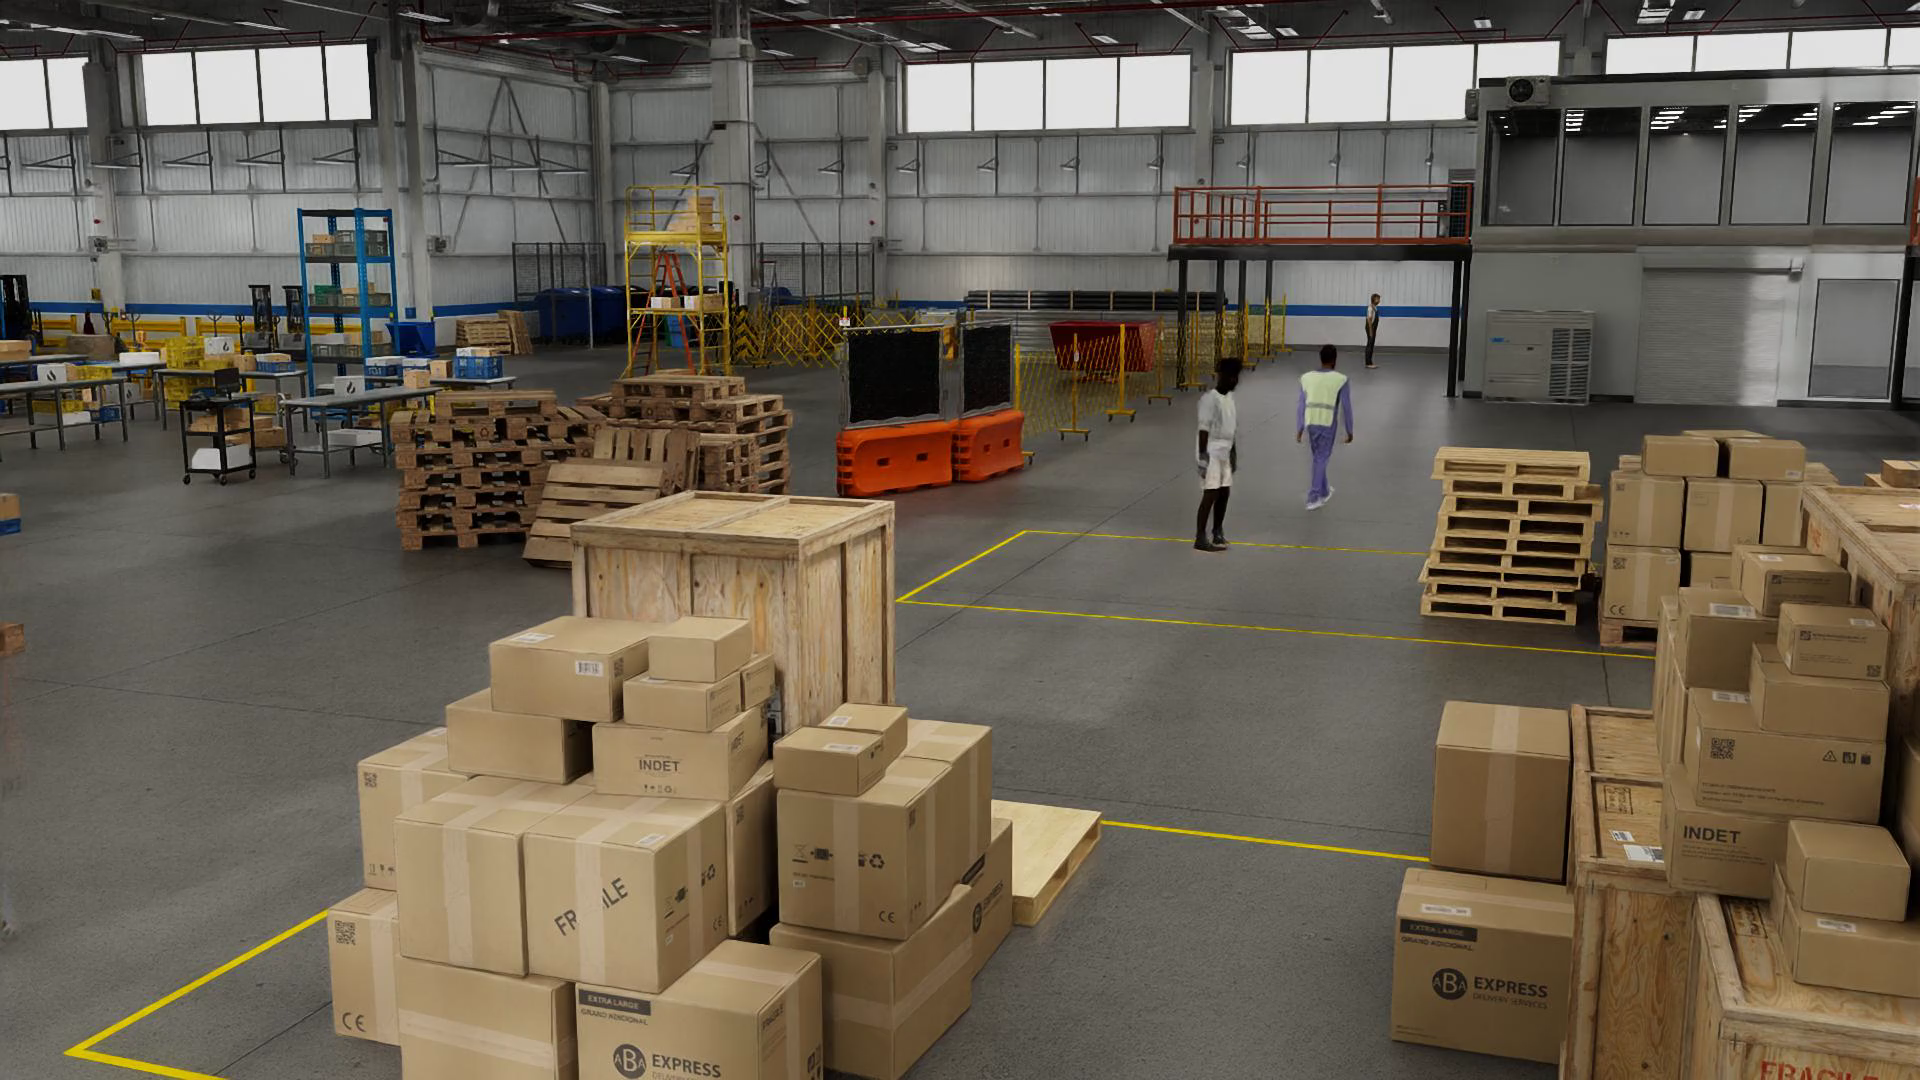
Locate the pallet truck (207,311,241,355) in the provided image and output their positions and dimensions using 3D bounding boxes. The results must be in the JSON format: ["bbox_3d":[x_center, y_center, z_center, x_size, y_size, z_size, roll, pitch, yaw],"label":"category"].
[{"bbox_3d":[-19.537,-5.575,44.913,0.653,1.274,1.630,3,11,19],"label":"pallet truck"}]

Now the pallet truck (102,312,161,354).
[{"bbox_3d":[-23.057,-5.777,46.261,0.680,1.201,1.601,3,11,19],"label":"pallet truck"}]

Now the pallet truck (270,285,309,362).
[{"bbox_3d":[-17.147,-5.700,43.663,0.823,1.965,1.885,3,11,17],"label":"pallet truck"}]

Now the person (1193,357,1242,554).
[{"bbox_3d":[2.542,-0.834,16.411,0.451,1.943,0.647,8,13,37],"label":"person"}]

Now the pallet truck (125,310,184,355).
[{"bbox_3d":[-22.038,-5.665,45.457,0.704,1.261,1.522,3,11,17],"label":"pallet truck"}]

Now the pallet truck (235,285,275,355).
[{"bbox_3d":[-18.327,-5.835,44.421,0.823,1.965,1.885,4,11,23],"label":"pallet truck"}]

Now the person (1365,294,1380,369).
[{"bbox_3d":[10.151,-5.133,40.917,0.346,1.840,0.505,4,11,23],"label":"person"}]

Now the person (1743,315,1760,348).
[{"bbox_3d":[18.173,-4.668,38.318,0.631,1.827,0.381,2,10,12],"label":"person"}]

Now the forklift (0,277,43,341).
[{"bbox_3d":[-27.151,-6.329,46.328,1.157,1.987,2.680,3,11,17],"label":"forklift"}]

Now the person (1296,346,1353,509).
[{"bbox_3d":[4.272,-1.320,19.370,0.613,1.860,1.000,8,13,37],"label":"person"}]
